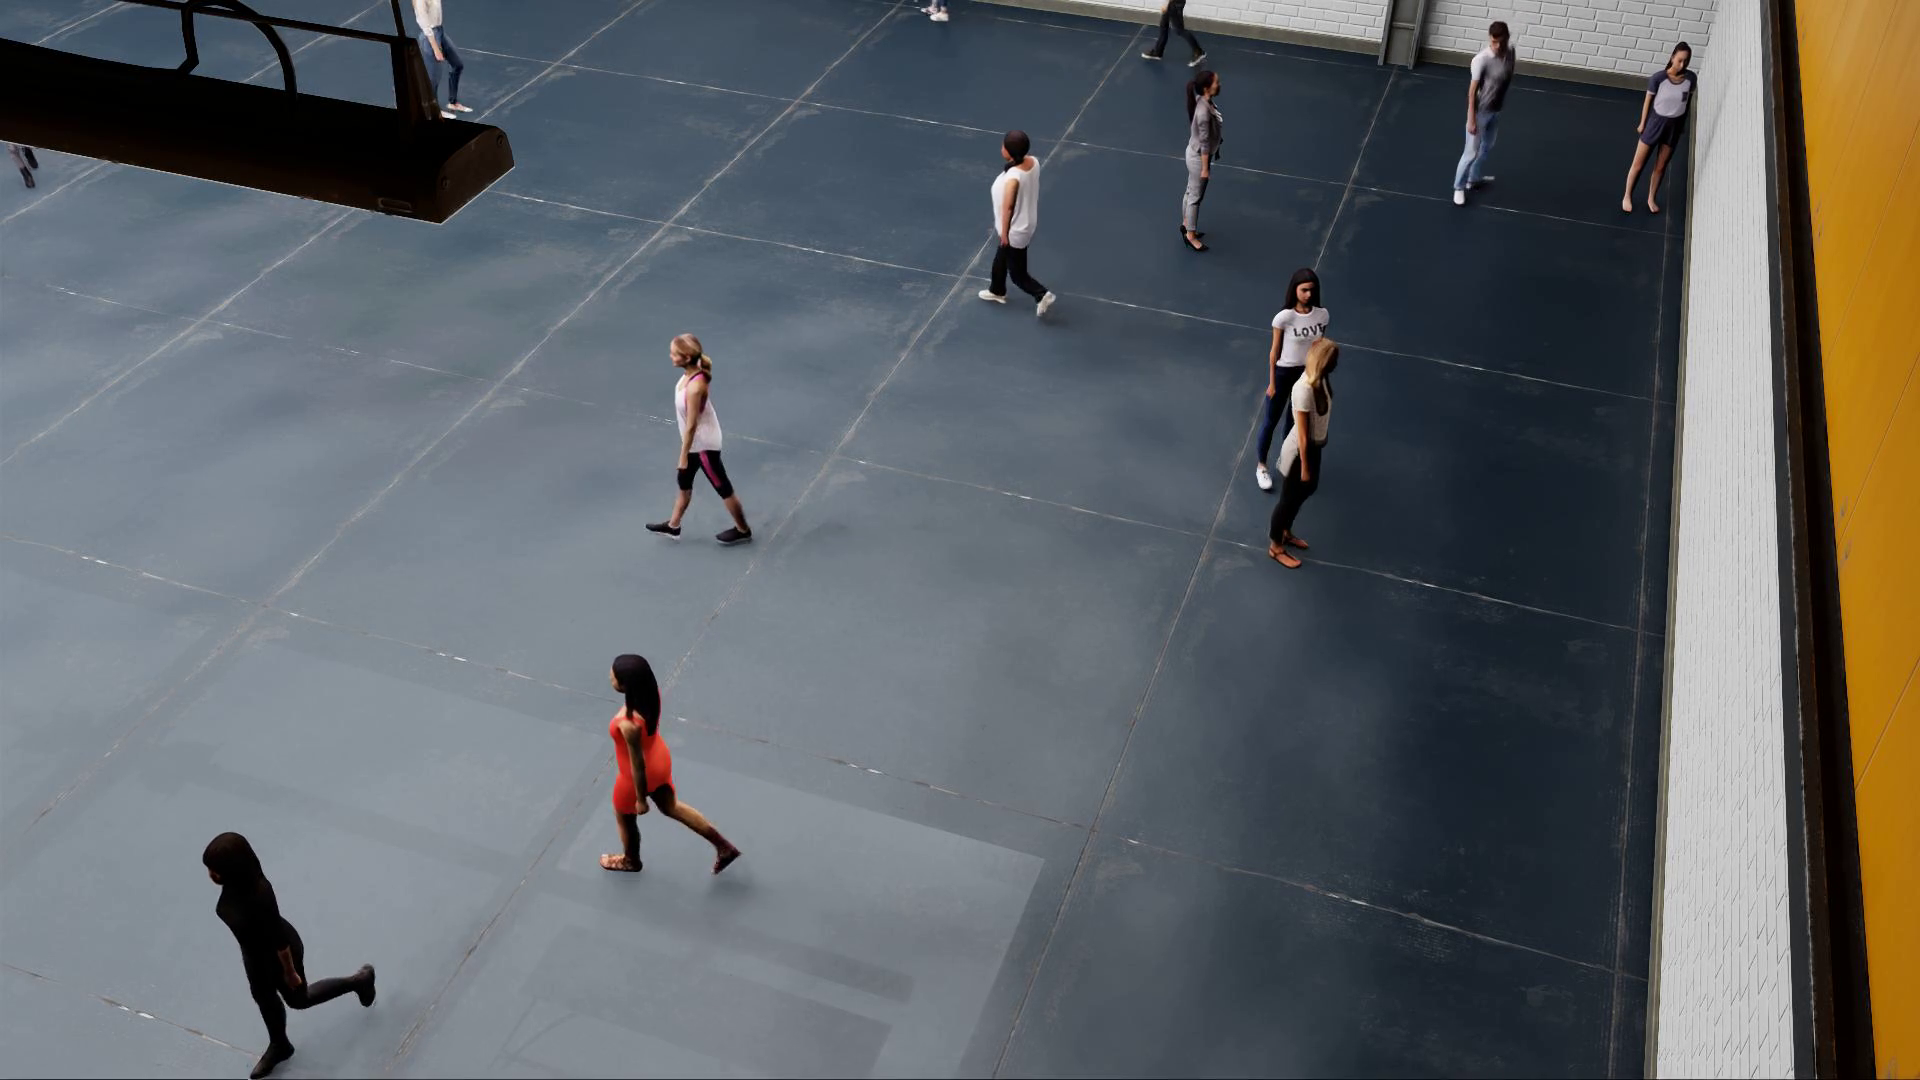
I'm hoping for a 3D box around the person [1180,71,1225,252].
[{"bbox_3d":[2.176,-3.460,15.122,0.700,1.678,0.694,1,39,1],"label":"person"}]

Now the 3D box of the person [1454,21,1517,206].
[{"bbox_3d":[4.993,-4.095,15.800,0.903,1.825,0.928,32,48,33],"label":"person"}]

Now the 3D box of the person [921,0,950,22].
[{"bbox_3d":[-0.191,-6.796,19.464,0.642,1.473,0.603,15,41,18],"label":"person"}]

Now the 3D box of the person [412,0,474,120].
[{"bbox_3d":[-5.544,-5.182,17.248,0.749,1.717,0.708,1,39,1],"label":"person"}]

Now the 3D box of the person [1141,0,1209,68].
[{"bbox_3d":[2.455,-5.961,18.443,0.993,1.441,0.595,10,40,12],"label":"person"}]

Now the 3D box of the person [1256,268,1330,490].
[{"bbox_3d":[2.422,-1.188,12.200,0.651,1.775,0.726,-13,40,-16],"label":"person"}]

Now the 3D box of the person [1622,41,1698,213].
[{"bbox_3d":[6.607,-3.886,15.679,0.571,1.649,0.715,0,39,0],"label":"person"}]

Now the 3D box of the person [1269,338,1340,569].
[{"bbox_3d":[2.301,-0.623,11.457,0.506,1.820,0.632,15,41,18],"label":"person"}]

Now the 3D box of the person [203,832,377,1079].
[{"bbox_3d":[-3.388,2.007,8.320,0.972,1.623,0.821,25,45,28],"label":"person"}]

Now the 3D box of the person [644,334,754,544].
[{"bbox_3d":[-1.682,-0.665,11.559,1.114,1.757,0.929,-4,39,-5],"label":"person"}]

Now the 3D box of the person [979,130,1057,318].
[{"bbox_3d":[0.506,-2.660,14.132,1.010,1.664,0.690,16,41,19],"label":"person"}]

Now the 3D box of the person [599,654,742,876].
[{"bbox_3d":[-1.649,1.293,9.158,1.122,1.694,0.725,6,39,8],"label":"person"}]
